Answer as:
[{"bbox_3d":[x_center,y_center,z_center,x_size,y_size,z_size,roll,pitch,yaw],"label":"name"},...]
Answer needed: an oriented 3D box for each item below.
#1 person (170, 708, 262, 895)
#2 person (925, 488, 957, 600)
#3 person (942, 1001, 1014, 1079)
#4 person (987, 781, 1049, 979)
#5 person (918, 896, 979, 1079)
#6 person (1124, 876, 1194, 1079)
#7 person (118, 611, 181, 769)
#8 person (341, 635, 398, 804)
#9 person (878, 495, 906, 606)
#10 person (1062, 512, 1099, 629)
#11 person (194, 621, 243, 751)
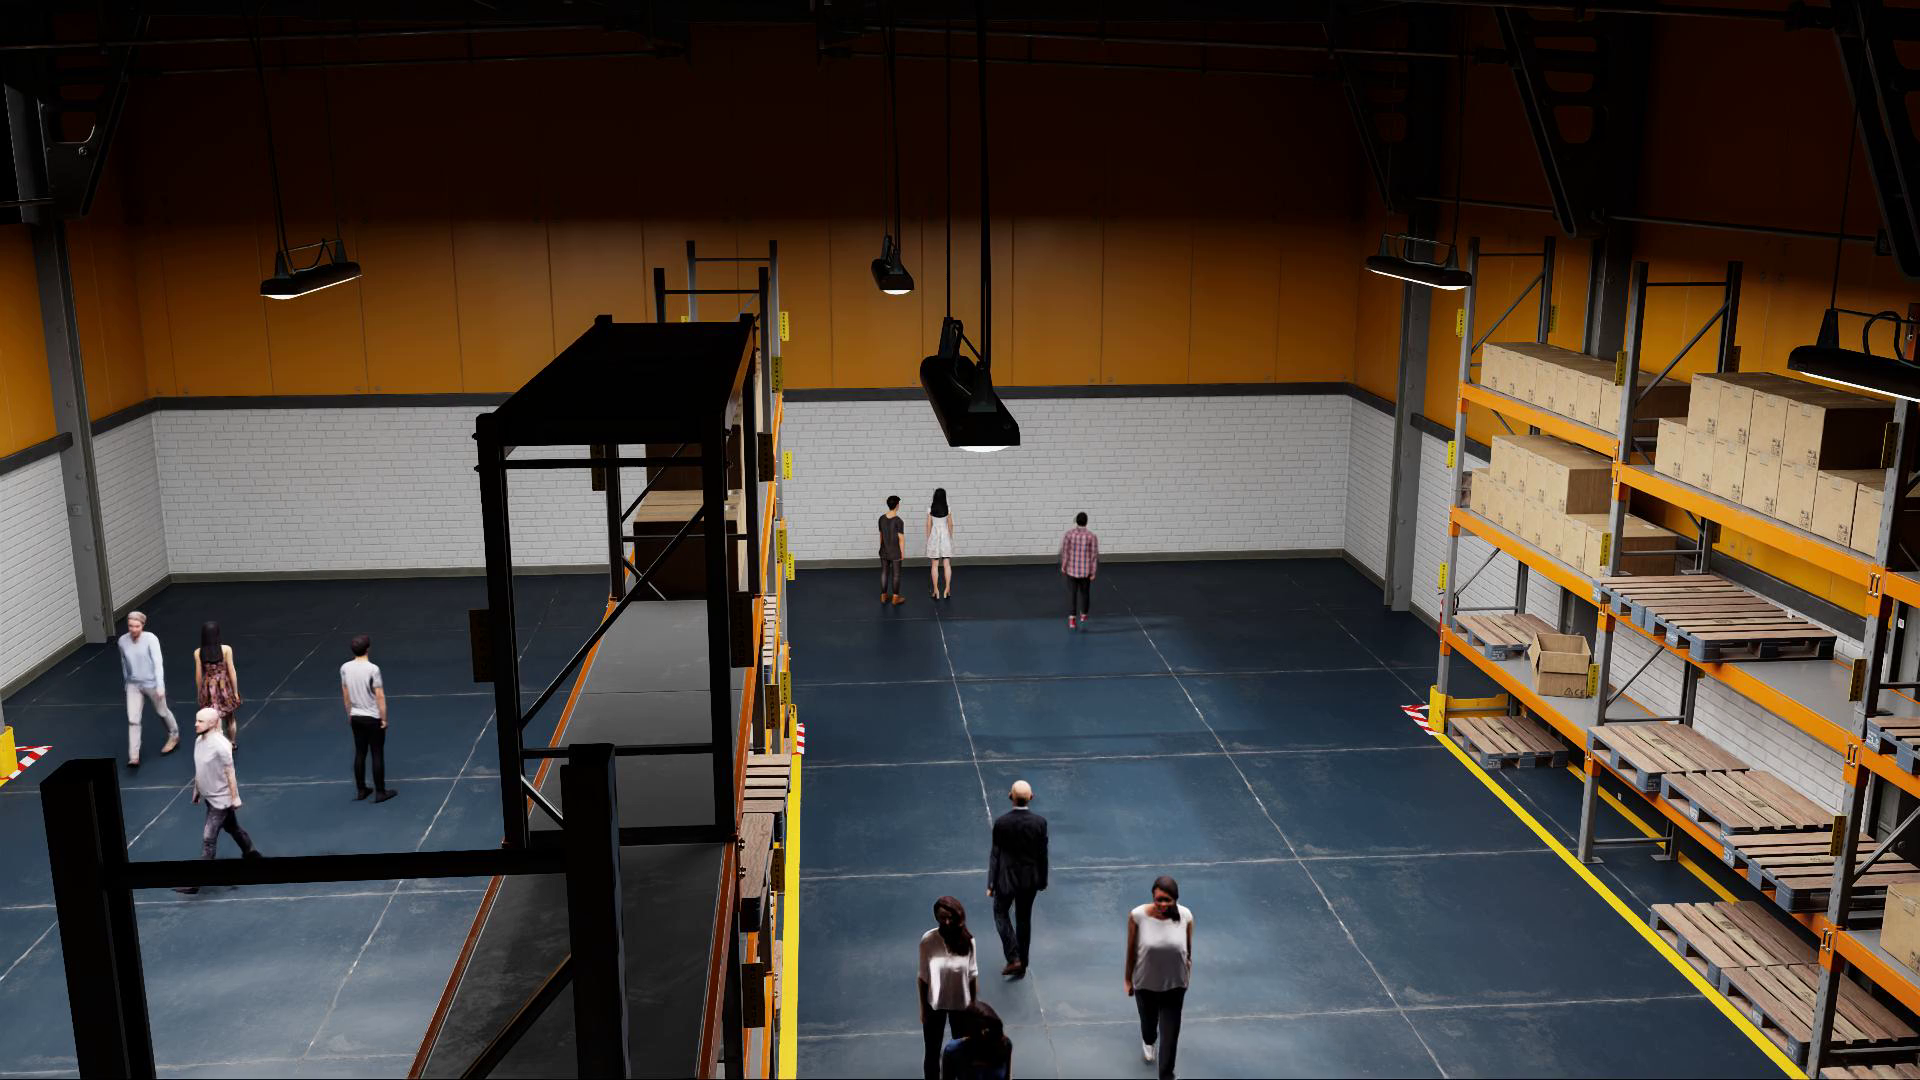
[{"bbox_3d":[-7.104,2.493,16.143,1.207,1.786,1.234,12,18,42],"label":"person"},{"bbox_3d":[-0.321,0.042,26.290,0.636,1.774,0.625,-1,14,-6],"label":"person"},{"bbox_3d":[0.092,3.803,10.806,0.750,1.752,1.197,-3,14,-13],"label":"person"},{"bbox_3d":[0.505,2.953,14.239,0.745,1.788,0.751,-3,14,-12],"label":"person"},{"bbox_3d":[-0.090,3.436,12.232,0.601,1.793,0.528,-2,14,-9],"label":"person"},{"bbox_3d":[1.542,3.362,12.841,0.787,1.651,1.137,1,14,4],"label":"person"},{"bbox_3d":[-9.436,1.690,19.367,0.732,1.830,1.260,1,14,3],"label":"person"},{"bbox_3d":[-6.507,1.952,18.213,0.727,1.863,0.693,4,14,17],"label":"person"},{"bbox_3d":[-1.082,0.145,25.995,0.699,1.713,0.725,8,16,29],"label":"person"},{"bbox_3d":[1.742,0.469,24.610,0.845,1.734,1.149,2,14,8],"label":"person"},{"bbox_3d":[-8.486,1.815,19.017,0.787,1.751,1.045,-5,15,-20],"label":"person"}]
